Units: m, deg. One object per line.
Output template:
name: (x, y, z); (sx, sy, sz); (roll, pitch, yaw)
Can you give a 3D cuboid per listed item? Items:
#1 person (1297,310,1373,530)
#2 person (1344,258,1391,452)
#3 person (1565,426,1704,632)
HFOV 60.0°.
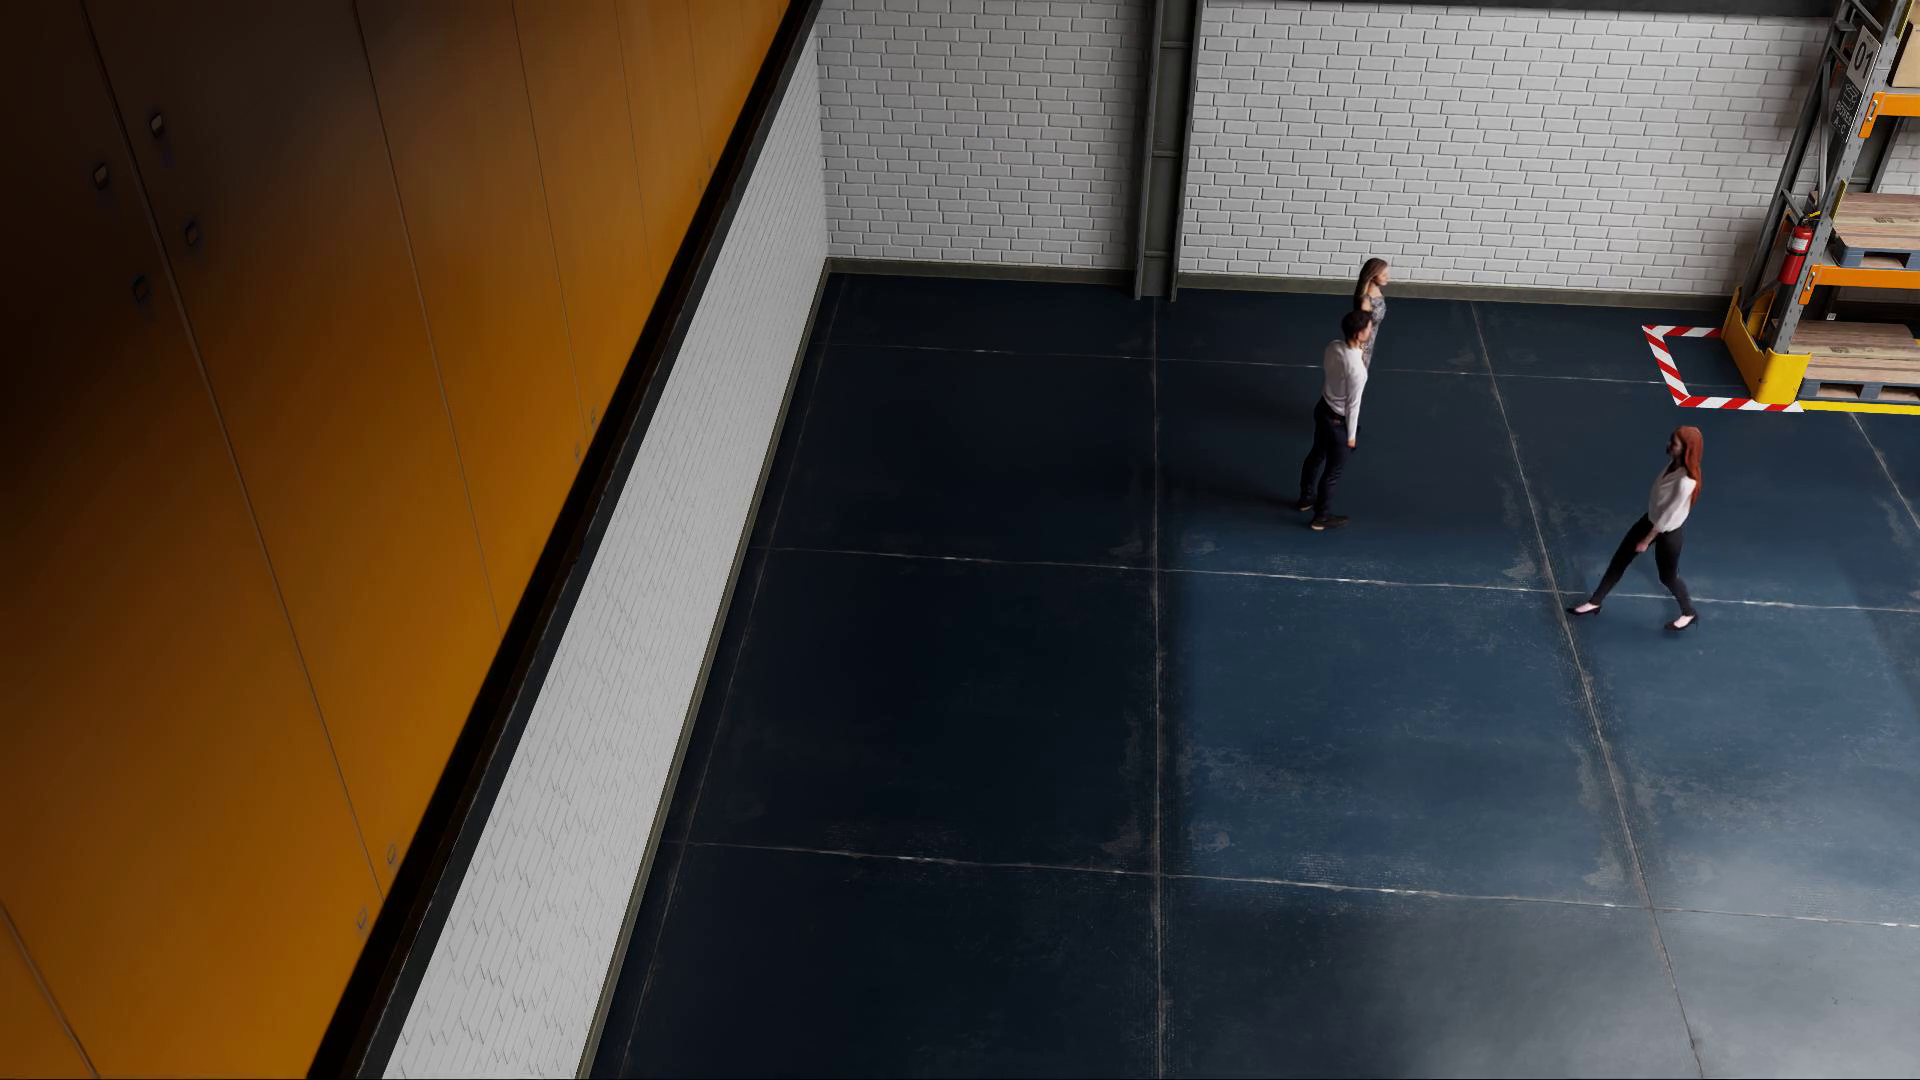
person: (2.852, -0.930, 12.666); (0.676, 1.860, 0.681); (-10, 40, -12)
person: (3.244, -1.548, 13.565); (0.584, 1.703, 0.621); (13, 41, 16)
person: (4.982, -0.005, 11.625); (1.127, 1.713, 0.617); (5, 39, 6)
